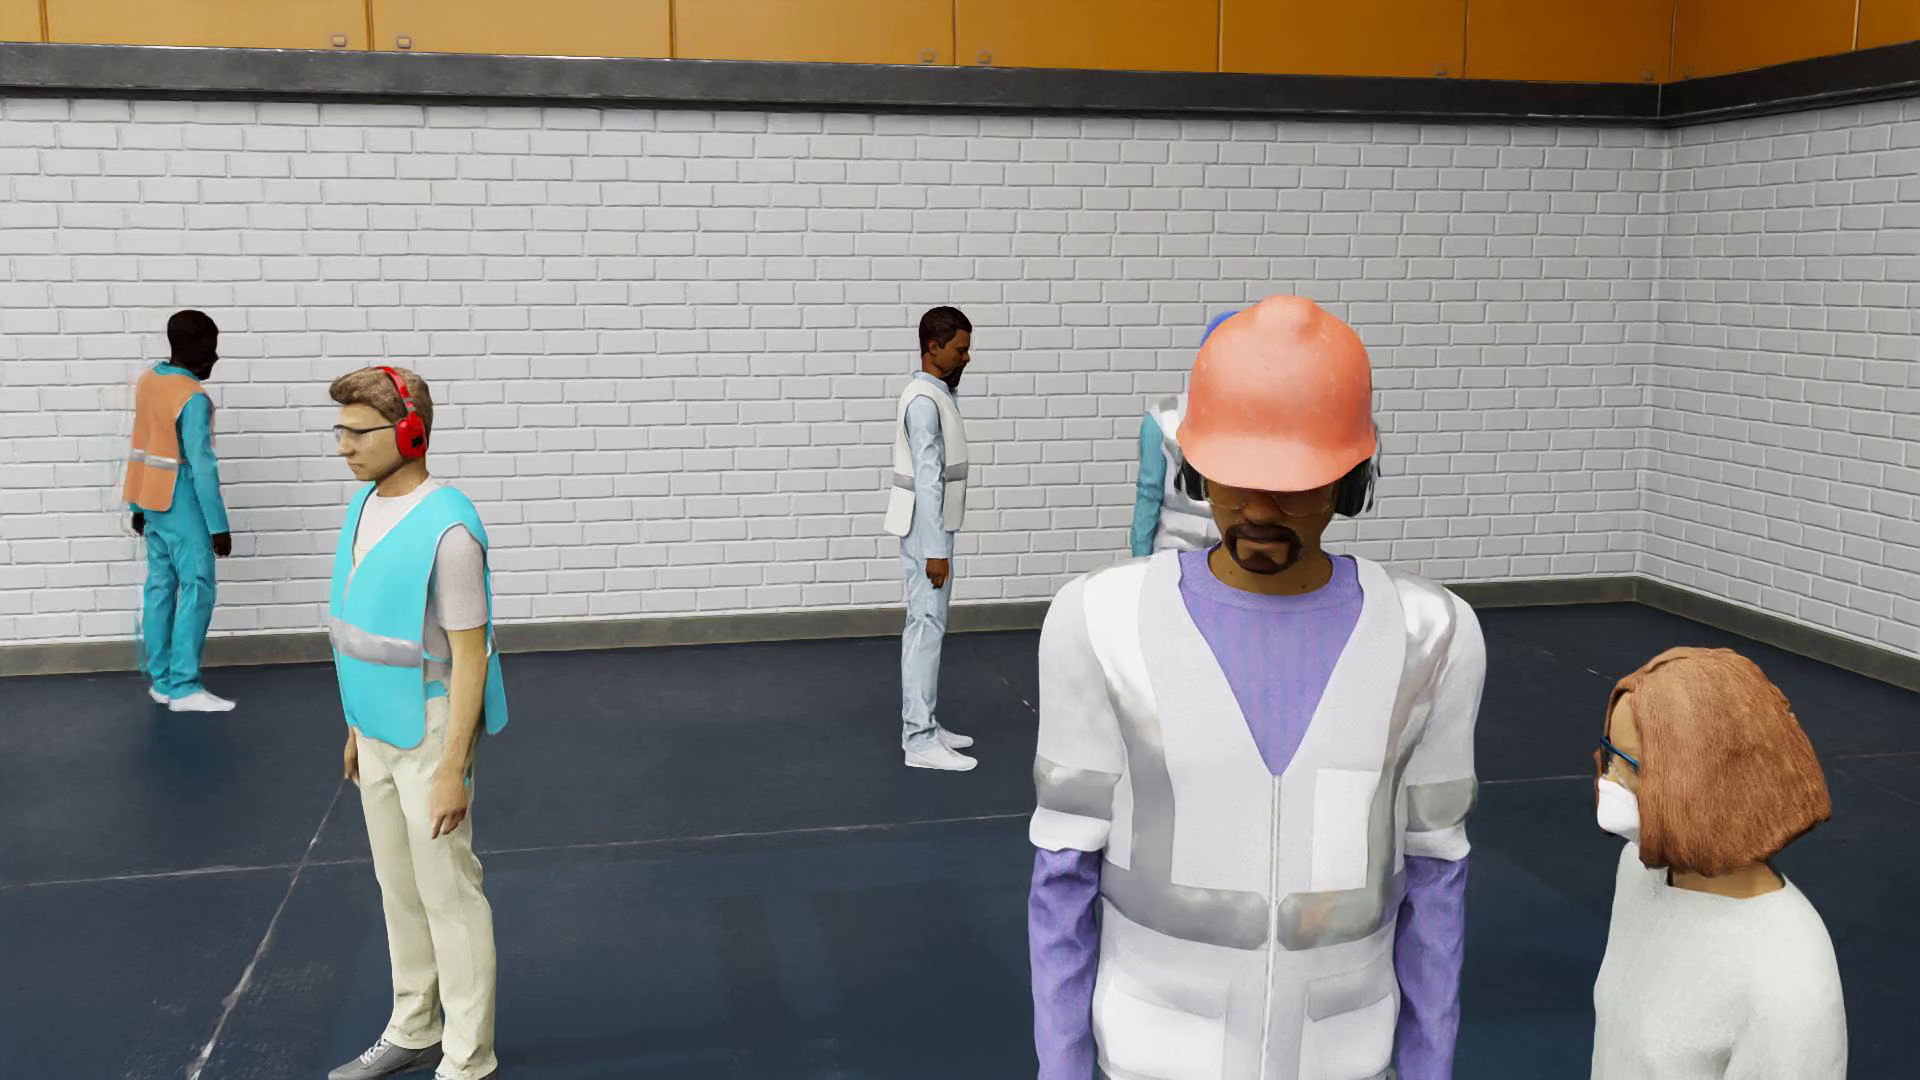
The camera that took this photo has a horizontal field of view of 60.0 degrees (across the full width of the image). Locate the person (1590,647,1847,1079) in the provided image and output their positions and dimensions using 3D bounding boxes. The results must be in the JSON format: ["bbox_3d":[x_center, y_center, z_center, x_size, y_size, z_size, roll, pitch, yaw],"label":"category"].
[{"bbox_3d":[0.900,0.931,2.073,0.288,1.628,0.502,0,9,2],"label":"person"}]

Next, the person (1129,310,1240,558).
[{"bbox_3d":[0.967,0.054,6.524,0.629,1.916,0.724,-1,9,-4],"label":"person"}]

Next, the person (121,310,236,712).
[{"bbox_3d":[-3.708,-0.131,7.798,0.738,1.879,0.387,8,12,40],"label":"person"}]

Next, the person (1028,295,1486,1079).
[{"bbox_3d":[0.394,0.698,2.242,0.605,2.035,0.392,0,9,0],"label":"person"}]

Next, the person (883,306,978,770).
[{"bbox_3d":[-0.123,-0.011,6.938,0.391,1.913,0.588,0,9,-1],"label":"person"}]

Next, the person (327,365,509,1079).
[{"bbox_3d":[-1.325,0.494,4.067,0.566,1.842,0.389,9,13,44],"label":"person"}]
